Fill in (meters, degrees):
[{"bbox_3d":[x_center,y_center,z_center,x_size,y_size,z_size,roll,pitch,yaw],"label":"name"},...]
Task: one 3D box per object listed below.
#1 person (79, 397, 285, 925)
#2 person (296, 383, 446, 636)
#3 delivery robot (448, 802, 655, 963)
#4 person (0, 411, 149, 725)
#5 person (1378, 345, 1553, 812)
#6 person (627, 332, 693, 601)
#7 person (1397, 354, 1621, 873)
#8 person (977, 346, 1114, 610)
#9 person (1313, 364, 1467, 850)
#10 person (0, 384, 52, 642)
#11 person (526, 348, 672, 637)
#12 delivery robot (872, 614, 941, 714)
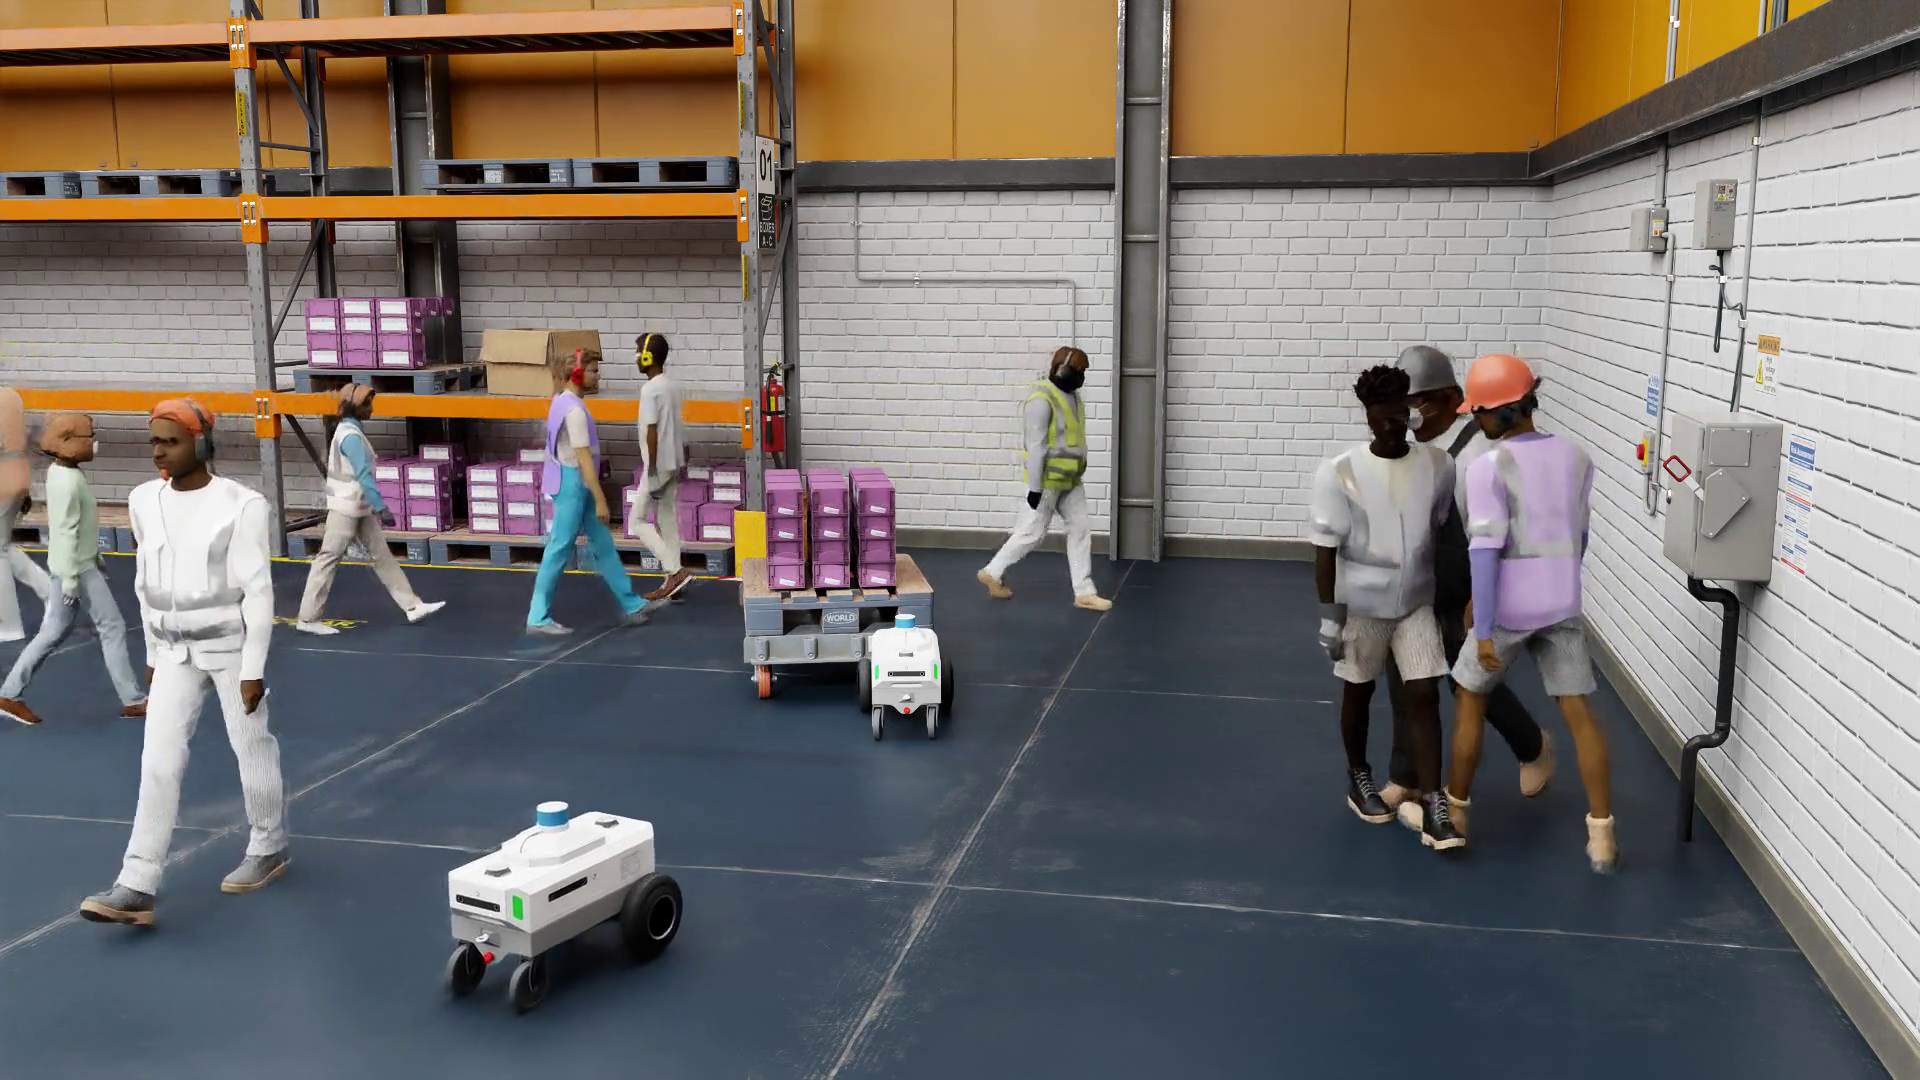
[{"bbox_3d":[-2.734,0.438,5.856,0.606,1.840,0.923,2,10,12],"label":"person"},{"bbox_3d":[-3.756,-0.191,10.427,0.921,1.580,0.517,-3,10,-17],"label":"person"},{"bbox_3d":[-1.327,1.103,5.448,0.477,0.478,0.707,5,11,28],"label":"delivery robot"},{"bbox_3d":[-4.492,0.145,8.364,0.817,1.602,0.508,-6,11,-31],"label":"person"},{"bbox_3d":[2.109,0.147,7.023,0.803,2.000,0.708,-5,11,-30],"label":"person"},{"bbox_3d":[-2.062,-0.483,11.368,0.395,1.857,0.503,3,10,20],"label":"person"},{"bbox_3d":[2.232,0.276,6.504,0.629,1.988,0.831,-4,10,-22],"label":"person"},{"bbox_3d":[0.571,-0.424,11.235,0.904,1.792,0.685,6,11,31],"label":"person"},{"bbox_3d":[1.730,0.275,6.618,0.636,1.914,0.921,-1,9,-7],"label":"person"},{"bbox_3d":[-5.868,-0.302,10.174,0.541,1.894,0.630,-1,9,-5],"label":"person"},{"bbox_3d":[-2.293,-0.290,10.373,0.957,1.791,0.593,-2,10,-15],"label":"person"},{"bbox_3d":[-0.274,0.618,8.368,0.477,0.478,0.707,0,9,-3],"label":"delivery robot"}]
